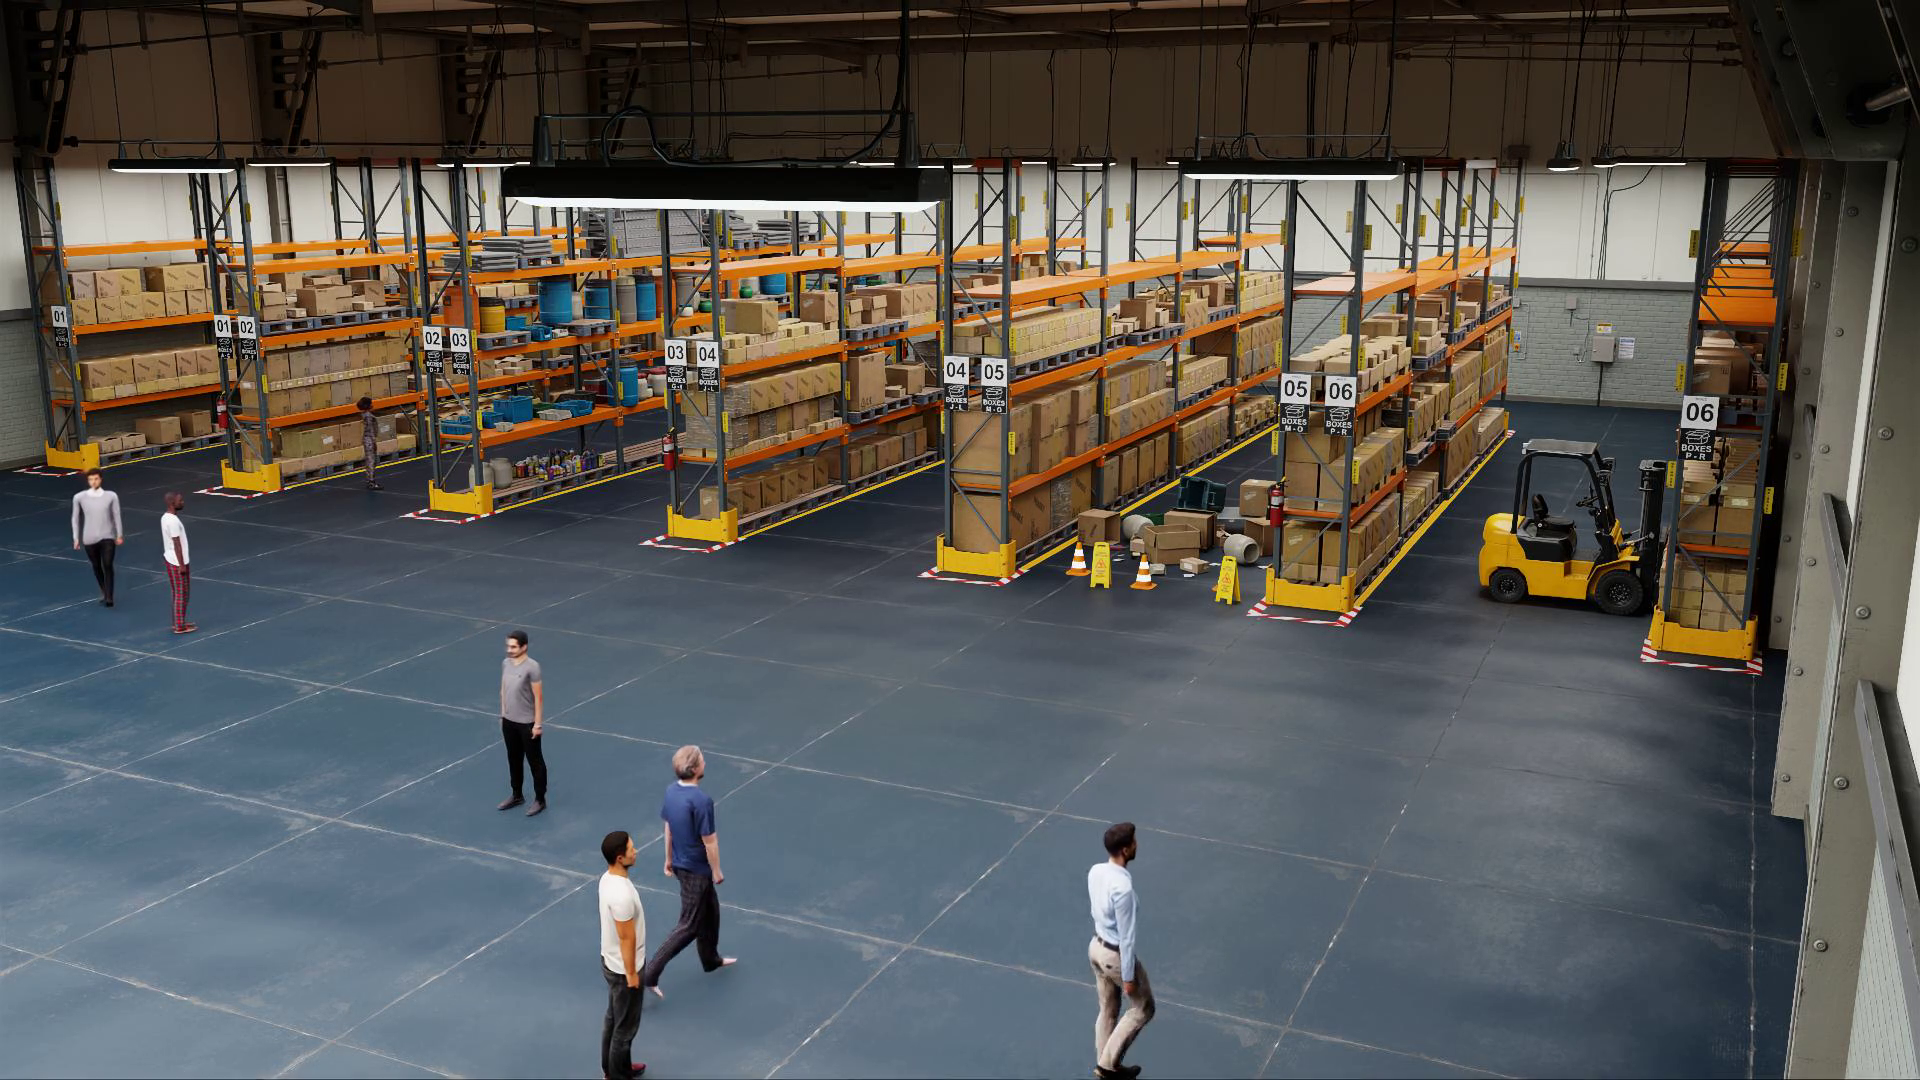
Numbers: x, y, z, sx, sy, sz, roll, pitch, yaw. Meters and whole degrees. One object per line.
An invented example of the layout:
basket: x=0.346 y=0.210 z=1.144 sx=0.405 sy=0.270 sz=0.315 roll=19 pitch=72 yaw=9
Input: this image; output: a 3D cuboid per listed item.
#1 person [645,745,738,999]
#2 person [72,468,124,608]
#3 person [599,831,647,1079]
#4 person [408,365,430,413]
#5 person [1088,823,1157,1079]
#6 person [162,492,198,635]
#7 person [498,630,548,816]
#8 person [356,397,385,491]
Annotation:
person: x=-2.022 y=2.439 z=12.150 sx=1.220 sy=1.841 sz=0.989 roll=-10 pitch=16 yaw=-36
person: x=-11.774 y=-0.030 z=22.751 sx=1.236 sy=1.869 sz=1.318 roll=-4 pitch=14 yaw=-17
person: x=-2.221 y=2.756 z=10.864 sx=0.761 sy=1.803 sz=0.699 roll=-5 pitch=14 yaw=-19
person: x=-11.916 y=-3.091 z=36.401 sx=0.691 sy=1.674 sz=1.001 roll=7 pitch=15 yaw=26
person: x=0.956 y=2.745 z=10.854 sx=0.824 sy=1.830 sz=0.784 roll=-7 pitch=15 yaw=-26
person: x=-10.129 y=0.277 z=21.508 sx=0.716 sy=1.832 sz=0.728 roll=-9 pitch=16 yaw=-33
person: x=-4.106 y=1.682 z=15.609 sx=0.617 sy=1.755 sz=0.542 roll=7 pitch=15 yaw=27
person: x=-10.905 y=-1.796 z=30.724 sx=0.723 sy=1.713 sz=0.683 roll=-8 pitch=15 yaw=-30
